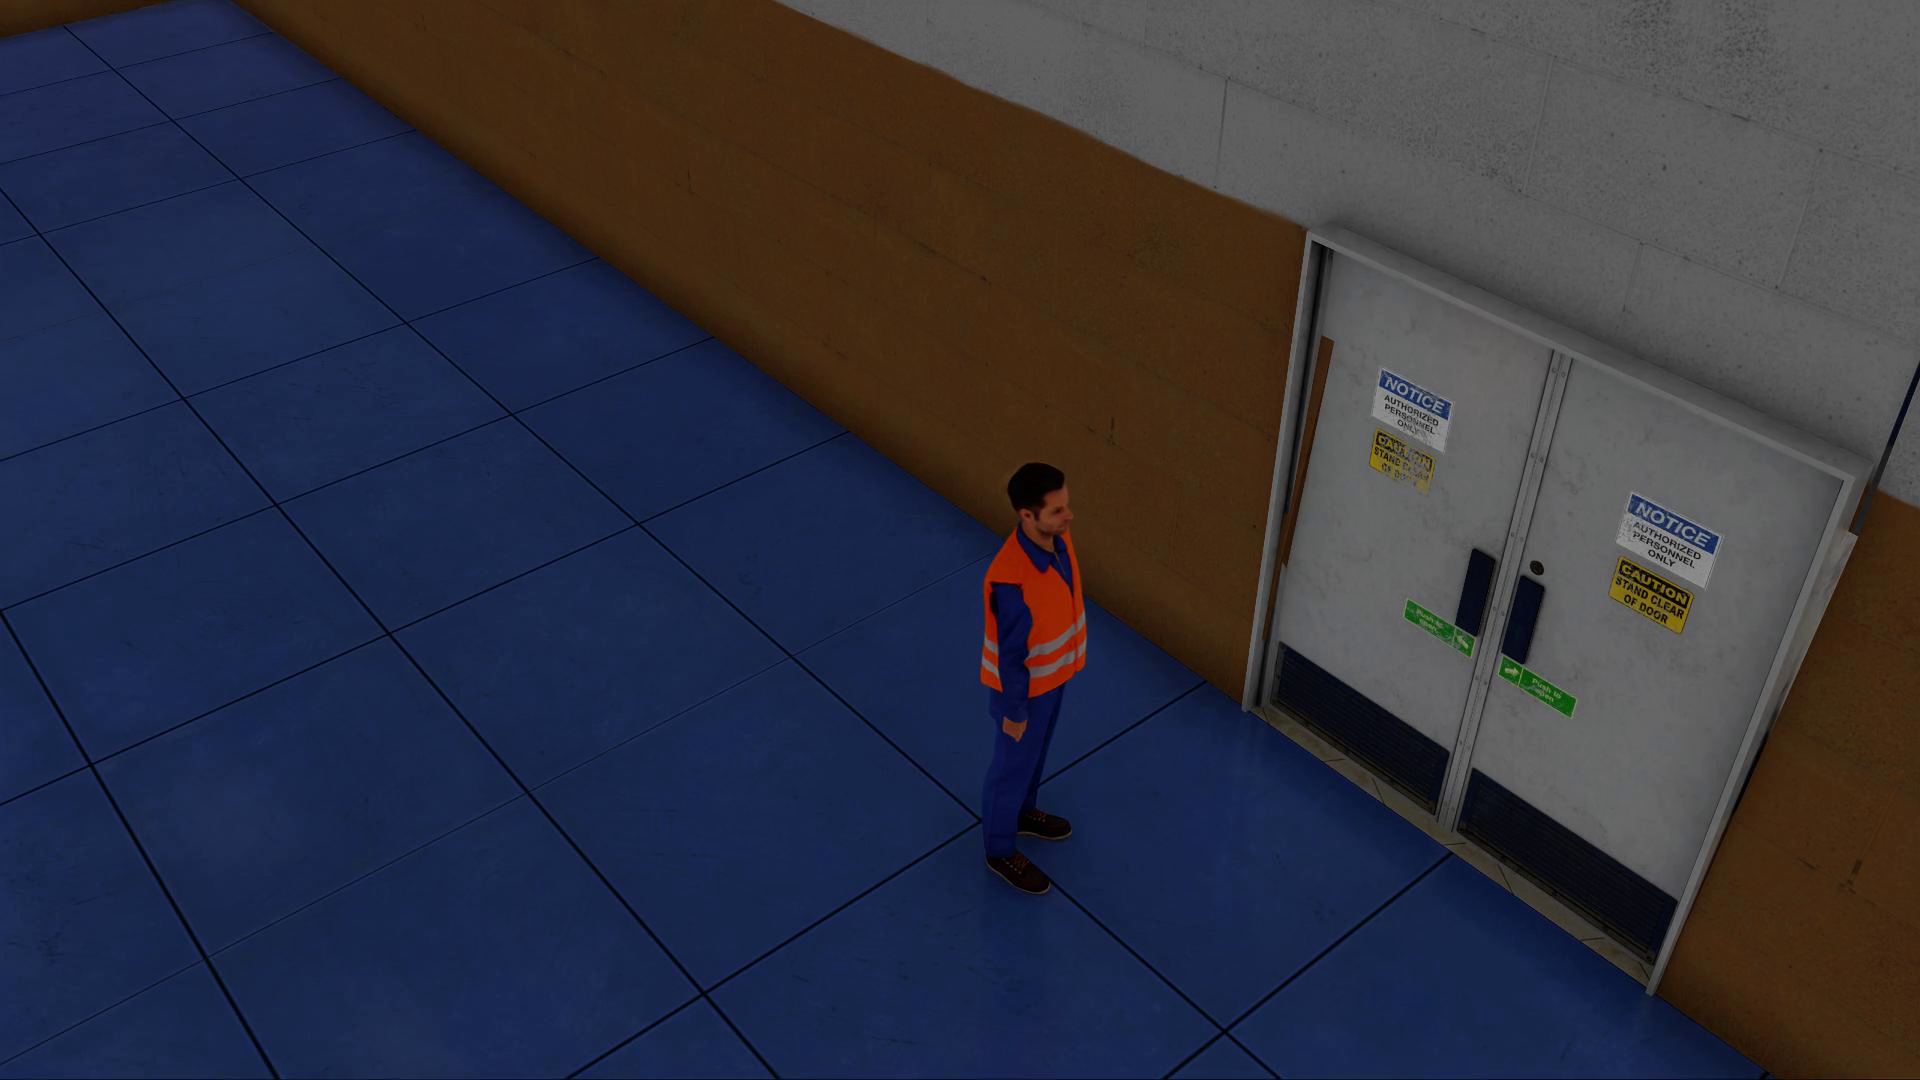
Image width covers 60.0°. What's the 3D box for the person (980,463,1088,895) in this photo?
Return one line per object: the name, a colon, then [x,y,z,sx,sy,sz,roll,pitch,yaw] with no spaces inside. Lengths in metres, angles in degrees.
person: [0.258,0.487,6.072,0.852,1.863,0.725,13,39,17]
